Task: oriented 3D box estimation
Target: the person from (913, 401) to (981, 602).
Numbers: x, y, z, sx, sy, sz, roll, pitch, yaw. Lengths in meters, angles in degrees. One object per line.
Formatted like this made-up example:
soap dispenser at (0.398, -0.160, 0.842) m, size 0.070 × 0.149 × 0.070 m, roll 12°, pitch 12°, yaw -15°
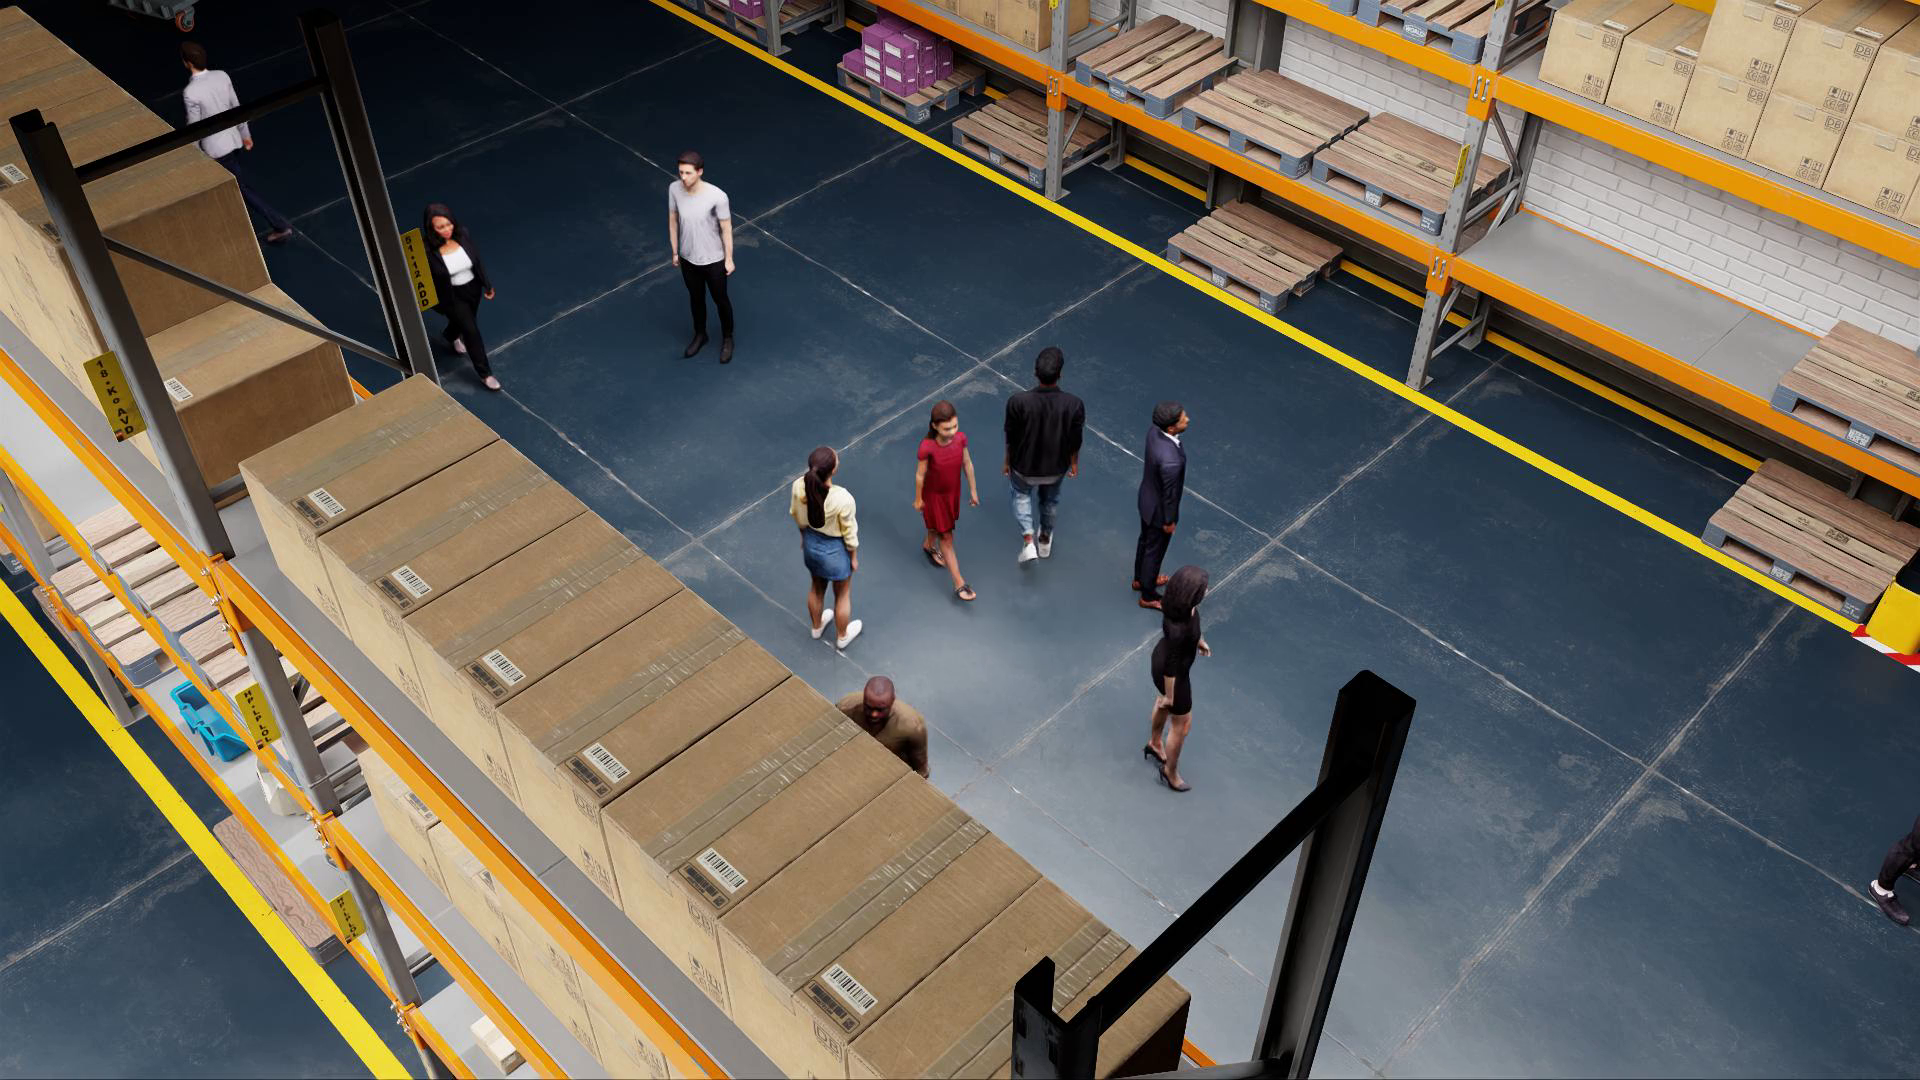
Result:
person at (-0.162, -0.384, 11.504) m, size 0.677 × 1.521 × 1.013 m, roll -25°, pitch 49°, yaw -24°

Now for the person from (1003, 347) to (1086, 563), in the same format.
person at (0.555, -0.499, 11.426) m, size 0.916 × 1.795 × 0.977 m, roll -1°, pitch 44°, yaw -1°

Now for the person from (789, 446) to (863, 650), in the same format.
person at (-0.877, 0.055, 10.966) m, size 0.592 × 1.629 × 0.756 m, roll 20°, pitch 47°, yaw 19°

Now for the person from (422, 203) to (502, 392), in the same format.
person at (-4.008, -1.991, 13.145) m, size 1.100 × 1.584 × 0.714 m, roll 28°, pitch 50°, yaw 26°

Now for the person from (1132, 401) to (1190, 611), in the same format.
person at (1.334, -0.248, 11.212) m, size 0.769 × 1.726 × 0.676 m, roll -6°, pitch 44°, yaw -6°

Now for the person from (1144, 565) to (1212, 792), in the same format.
person at (1.237, 0.788, 10.074) m, size 0.770 × 1.797 × 0.722 m, roll 5°, pitch 44°, yaw 5°

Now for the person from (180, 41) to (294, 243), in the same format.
person at (-6.340, -3.414, 14.473) m, size 1.314 × 1.813 × 1.066 m, roll 12°, pitch 45°, yaw 12°

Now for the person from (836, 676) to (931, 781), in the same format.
person at (-0.439, 1.303, 9.520) m, size 0.849 × 1.815 × 0.953 m, roll 8°, pitch 44°, yaw 9°

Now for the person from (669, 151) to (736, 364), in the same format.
person at (-2.034, -2.263, 13.229) m, size 0.662 × 1.862 × 0.805 m, roll 11°, pitch 45°, yaw 11°
